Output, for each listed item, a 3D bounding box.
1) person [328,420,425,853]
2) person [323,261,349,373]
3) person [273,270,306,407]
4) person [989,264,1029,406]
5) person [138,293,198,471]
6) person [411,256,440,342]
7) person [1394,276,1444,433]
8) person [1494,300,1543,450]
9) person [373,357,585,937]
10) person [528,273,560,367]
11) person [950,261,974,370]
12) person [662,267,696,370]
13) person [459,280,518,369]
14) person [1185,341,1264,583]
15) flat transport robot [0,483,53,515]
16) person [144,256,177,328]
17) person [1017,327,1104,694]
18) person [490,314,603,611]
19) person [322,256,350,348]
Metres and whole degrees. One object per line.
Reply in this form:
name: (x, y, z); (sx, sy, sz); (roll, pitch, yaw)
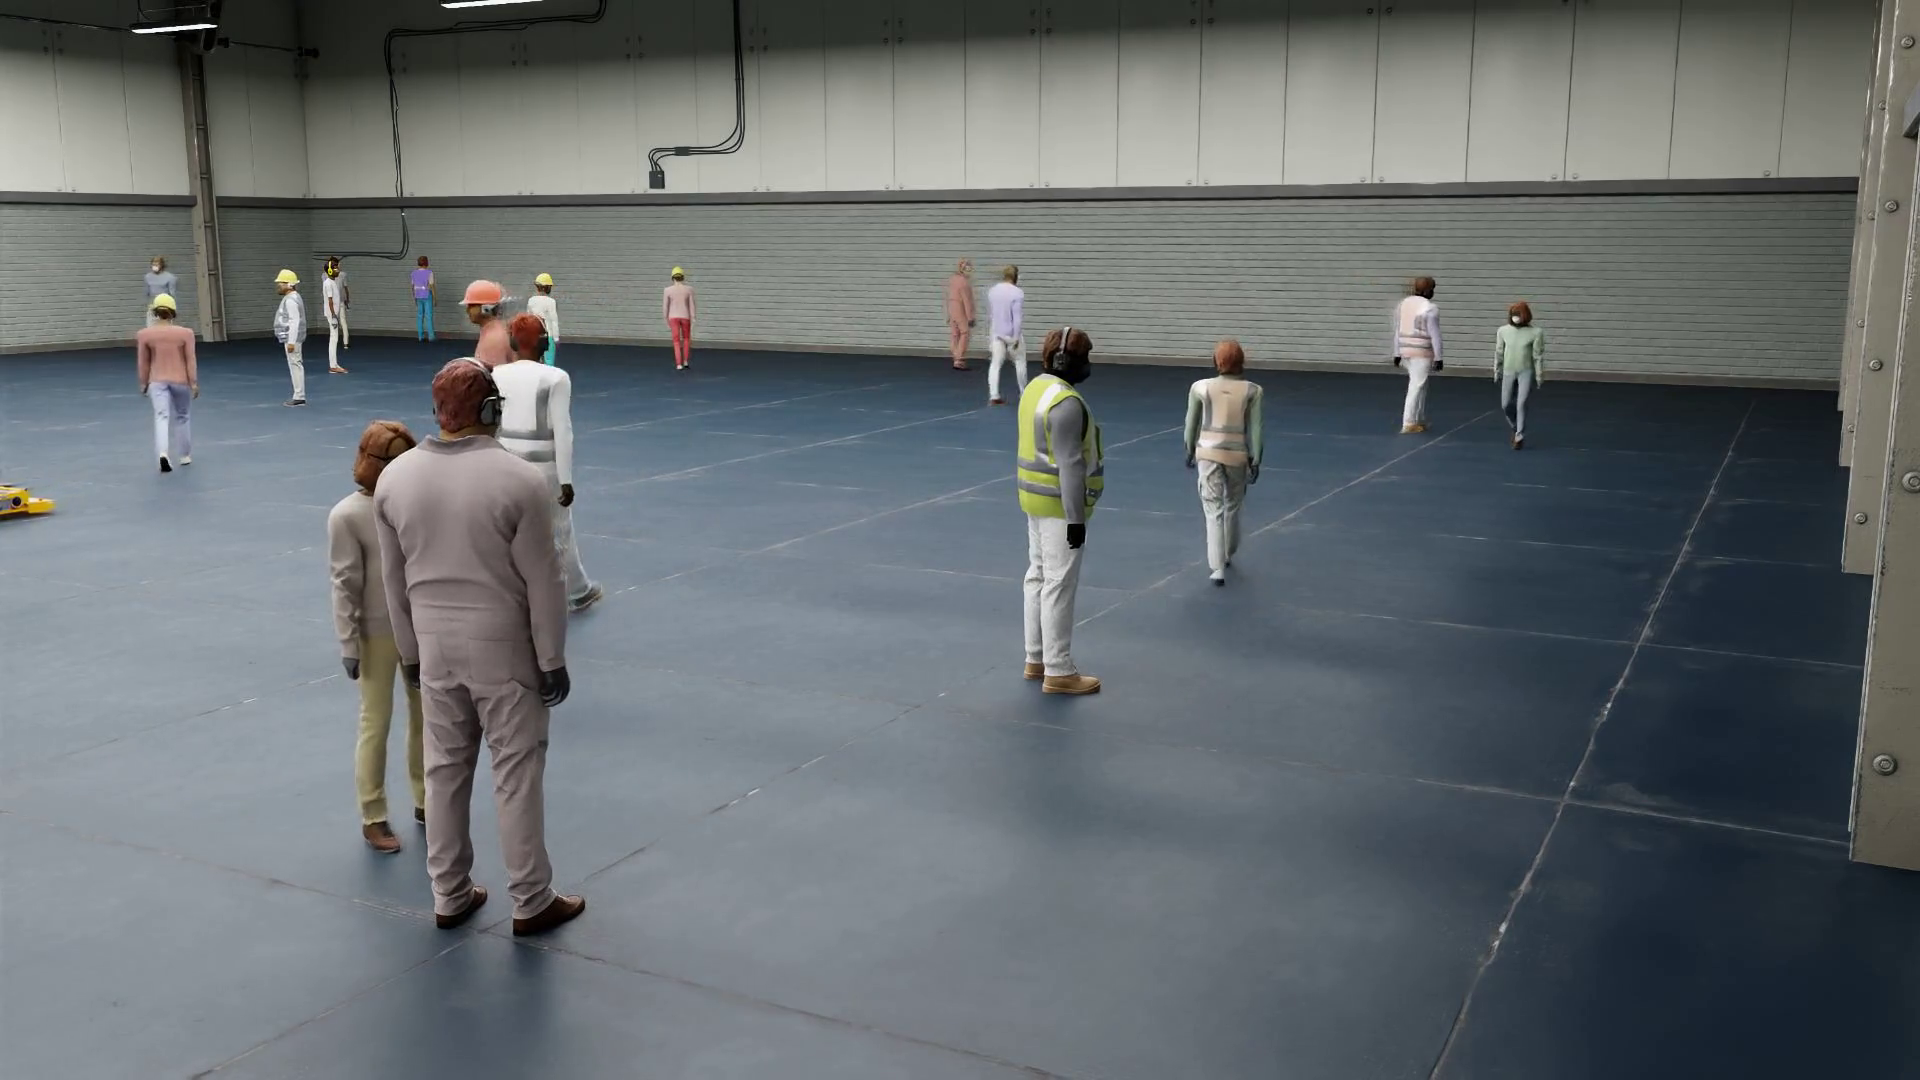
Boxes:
person: (-2.114, 0.355, 6.255); (0.295, 1.624, 0.507); (8, 13, 36)
person: (-10.484, -3.737, 27.890); (0.328, 1.872, 0.514); (-4, 11, -19)
person: (-9.012, -2.703, 22.379); (0.417, 1.832, 0.605); (-4, 11, -19)
person: (0.721, -2.781, 22.616); (0.637, 1.897, 0.943); (9, 14, 40)
person: (-7.786, -1.553, 16.355); (0.529, 1.737, 0.843); (-4, 11, -19)
person: (-11.557, -5.194, 35.884); (0.565, 1.850, 0.389); (4, 11, 18)
person: (5.432, -2.155, 19.383); (0.684, 1.821, 0.662); (-4, 11, -22)
person: (6.049, -1.788, 17.964); (0.530, 1.610, 0.550); (7, 13, 34)
person: (-1.561, 0.356, 5.470); (0.639, 1.909, 0.409); (3, 11, 16)
person: (-5.789, -2.828, 23.219); (0.533, 1.767, 0.327); (6, 12, 31)
person: (0.037, -3.841, 28.484); (0.436, 1.868, 0.729); (-4, 11, -22)
person: (-4.822, -3.795, 28.515); (0.554, 1.743, 0.618); (-3, 11, -15)
person: (-3.589, -0.932, 12.352); (0.962, 1.951, 0.647); (-4, 11, -23)
person: (1.775, -0.539, 11.211); (0.510, 1.590, 0.878); (1, 10, 3)
flat transport robot: (-8.131, -0.260, 13.289); (0.652, 0.197, 1.431); (5, 12, 27)
person: (-14.394, -4.144, 29.957); (0.657, 1.928, 0.428); (2, 11, 11)
person: (0.514, -0.153, 8.429); (0.429, 1.838, 0.634); (-3, 11, -15)
person: (-2.505, -0.421, 9.903); (0.603, 1.836, 0.894); (3, 11, 16)
person: (-12.674, -4.815, 33.780); (0.532, 1.864, 0.310); (-6, 12, -28)
